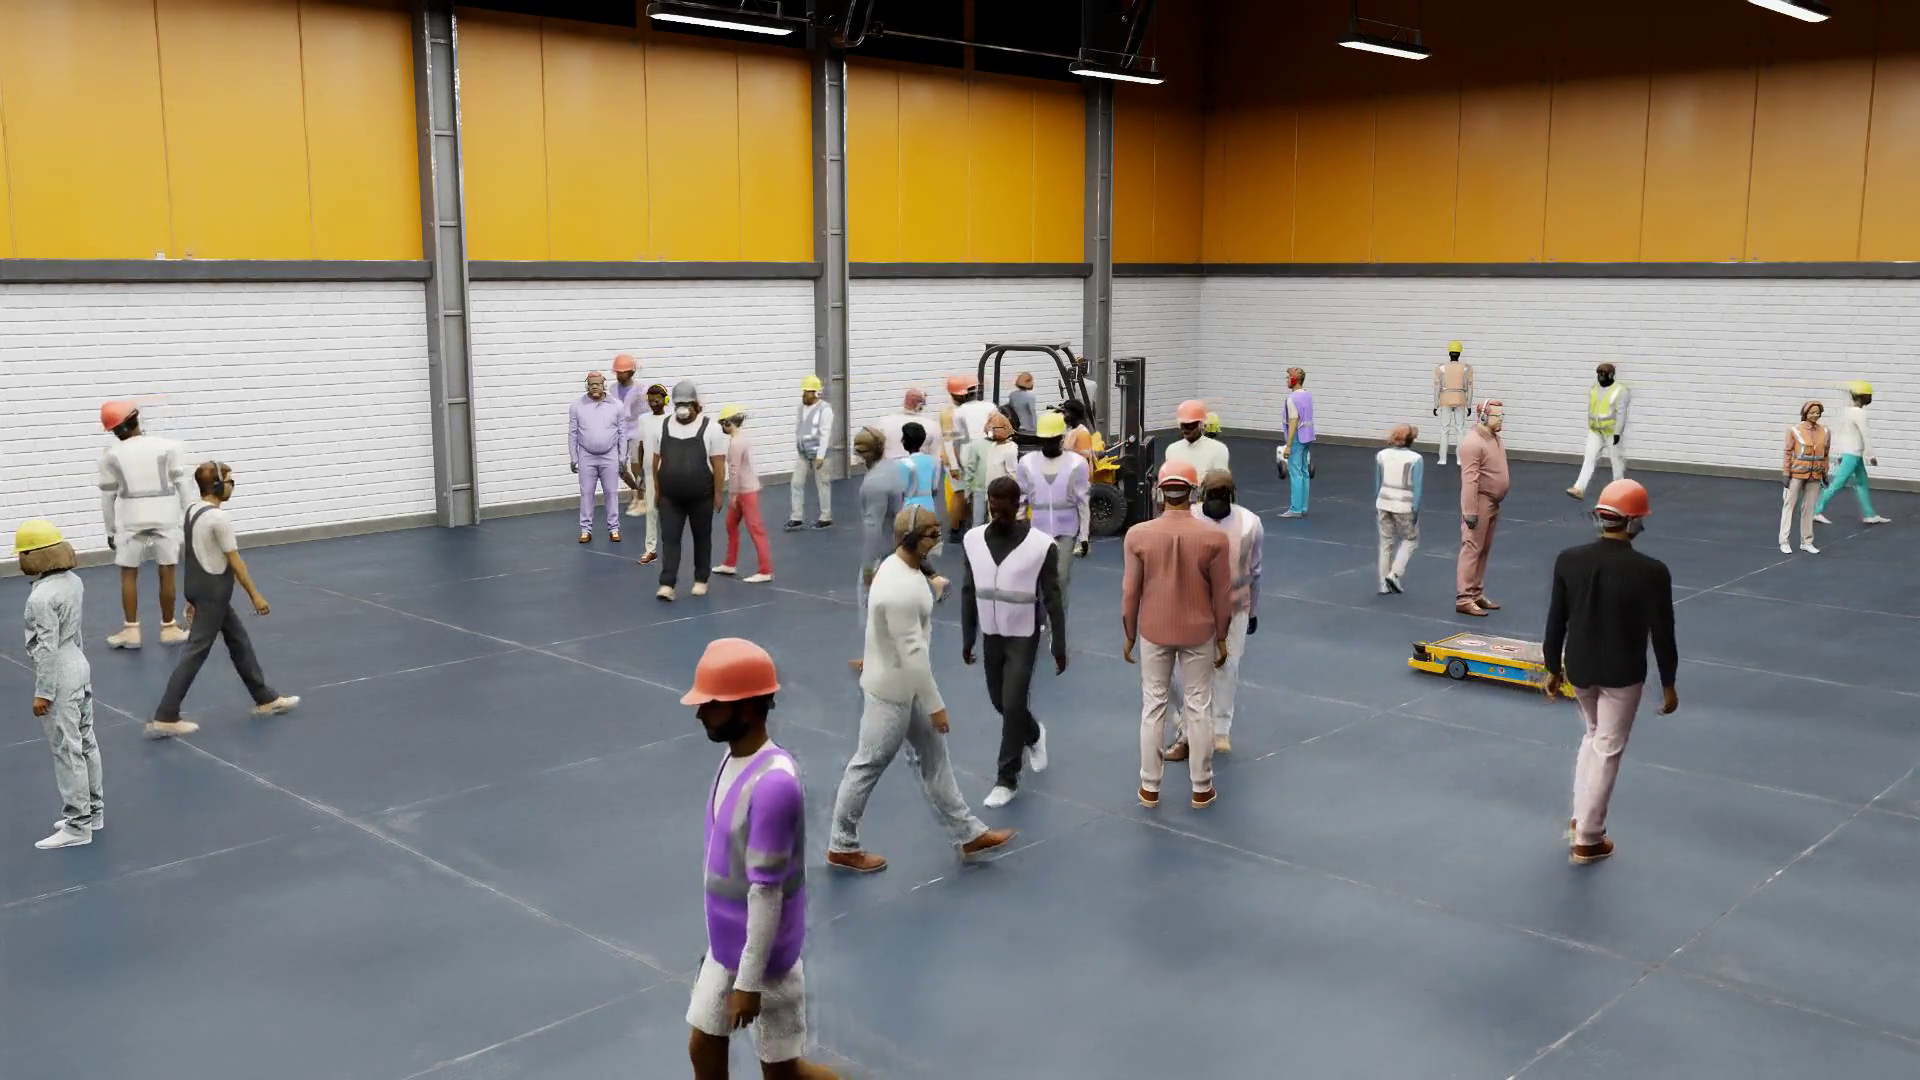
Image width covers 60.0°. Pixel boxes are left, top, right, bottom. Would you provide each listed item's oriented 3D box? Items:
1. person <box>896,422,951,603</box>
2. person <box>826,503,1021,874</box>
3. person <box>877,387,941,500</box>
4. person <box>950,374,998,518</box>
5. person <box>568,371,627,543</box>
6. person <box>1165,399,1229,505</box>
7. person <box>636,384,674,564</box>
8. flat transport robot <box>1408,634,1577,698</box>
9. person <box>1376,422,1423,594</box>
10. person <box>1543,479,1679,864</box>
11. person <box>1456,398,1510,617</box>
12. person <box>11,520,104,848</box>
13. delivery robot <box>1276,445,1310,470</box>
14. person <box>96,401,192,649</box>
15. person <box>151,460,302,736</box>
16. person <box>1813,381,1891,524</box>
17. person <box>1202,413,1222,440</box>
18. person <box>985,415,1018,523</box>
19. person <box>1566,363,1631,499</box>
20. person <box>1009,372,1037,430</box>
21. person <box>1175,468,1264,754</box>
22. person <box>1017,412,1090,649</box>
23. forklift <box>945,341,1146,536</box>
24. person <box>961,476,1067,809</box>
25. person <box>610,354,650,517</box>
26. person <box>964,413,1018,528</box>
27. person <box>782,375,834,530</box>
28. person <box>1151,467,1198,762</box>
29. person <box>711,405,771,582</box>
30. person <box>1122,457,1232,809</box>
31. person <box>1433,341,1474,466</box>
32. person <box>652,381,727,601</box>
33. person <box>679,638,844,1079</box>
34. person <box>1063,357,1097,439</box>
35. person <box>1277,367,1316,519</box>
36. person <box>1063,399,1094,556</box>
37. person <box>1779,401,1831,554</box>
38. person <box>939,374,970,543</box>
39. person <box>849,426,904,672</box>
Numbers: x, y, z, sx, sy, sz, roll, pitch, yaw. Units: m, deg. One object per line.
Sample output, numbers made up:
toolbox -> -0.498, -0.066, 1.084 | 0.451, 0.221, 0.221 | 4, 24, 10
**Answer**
person -> -0.355, -0.221, 14.903 | 0.650, 1.678, 0.538 | 6, 11, 33
person -> -0.210, 0.756, 8.259 | 1.018, 1.882, 0.644 | 1, 9, 5
person -> -0.530, -0.583, 16.521 | 0.696, 1.870, 0.482 | 1, 9, 4
person -> 0.176, -0.861, 18.172 | 0.627, 1.885, 0.438 | -3, 10, -15
person -> -4.017, -0.917, 18.460 | 0.650, 1.907, 0.409 | -2, 9, -12
person -> 2.031, -0.226, 14.100 | 0.613, 1.955, 0.978 | 5, 11, 30
person -> -3.089, -0.673, 17.098 | 0.516, 1.865, 0.329 | 2, 9, 11
flat transport robot -> 4.118, 0.906, 12.284 | 1.431, 0.197, 0.652 | 9, 13, 43
person -> 4.065, -0.285, 15.453 | 0.363, 1.626, 0.530 | -9, 13, -44
person -> 3.365, 0.669, 8.515 | 0.600, 1.970, 0.635 | -7, 11, -36
person -> 4.619, -0.295, 14.644 | 0.402, 1.906, 0.652 | 7, 11, 35
person -> -4.764, 0.750, 8.762 | 0.305, 1.737, 0.484 | -2, 9, -10
delivery robot -> 4.850, -1.230, 24.222 | 0.477, 0.478, 0.707 | 0, 9, -3
person -> -6.521, -0.116, 13.314 | 0.721, 1.992, 0.415 | -4, 10, -21
person -> -4.912, 0.373, 10.951 | 1.003, 1.791, 0.502 | -8, 12, -41
person -> 10.585, -1.026, 19.717 | 0.920, 1.722, 0.527 | 3, 10, 16
person -> 2.134, -0.313, 15.342 | 0.564, 1.728, 0.837 | 8, 12, 39
person -> 0.383, -0.394, 16.085 | 0.279, 1.633, 0.506 | -5, 10, -27
person -> 8.391, -1.405, 21.755 | 0.936, 1.795, 0.646 | -6, 11, -33
person -> 0.857, -1.524, 23.052 | 0.419, 1.616, 0.515 | -8, 12, -41
person -> 1.601, 0.412, 10.608 | 0.641, 1.812, 0.674 | 1, 9, 4
person -> 0.754, -0.085, 13.357 | 0.598, 1.913, 0.527 | 2, 9, 12
forklift -> 0.977, -1.223, 19.452 | 2.313, 2.155, 1.214 | 2, 9, 11
person -> 0.343, 0.542, 9.631 | 0.649, 1.885, 0.836 | 5, 11, 30
person -> -4.040, -1.264, 20.261 | 0.636, 2.011, 0.528 | 6, 11, 33
person -> 0.313, -0.471, 16.623 | 0.533, 1.609, 0.408 | -1, 9, -4
person -> -1.762, -0.990, 19.181 | 0.604, 1.807, 0.702 | 8, 12, 41
person -> 1.331, 0.460, 10.196 | 0.383, 1.849, 0.515 | -3, 10, -20
person -> -2.162, -0.455, 16.210 | 0.696, 1.711, 0.541 | 0, 9, -1
person -> 1.217, 0.527, 9.360 | 0.611, 1.985, 0.393 | 1, 9, 9
person -> 7.603, -2.103, 25.661 | 0.585, 1.928, 0.369 | 2, 9, 12
person -> -2.509, -0.449, 15.180 | 0.703, 2.000, 0.901 | 0, 9, 3
person -> -0.594, 1.238, 5.232 | 0.870, 1.914, 0.544 | -5, 10, -26
person -> 1.594, -1.499, 22.138 | 0.533, 1.870, 0.315 | -7, 12, -38
person -> 4.106, -1.176, 20.225 | 0.395, 1.847, 0.564 | 6, 11, 33
person -> 1.211, -0.650, 17.494 | 0.424, 1.671, 0.543 | -2, 9, -11
person -> 9.016, -0.668, 17.743 | 0.512, 1.642, 0.311 | -1, 9, -4
person -> 0.005, -0.885, 18.308 | 0.391, 1.902, 0.626 | 4, 10, 25
person -> -0.591, 0.113, 12.152 | 0.596, 1.903, 0.666 | 0, 9, 0
